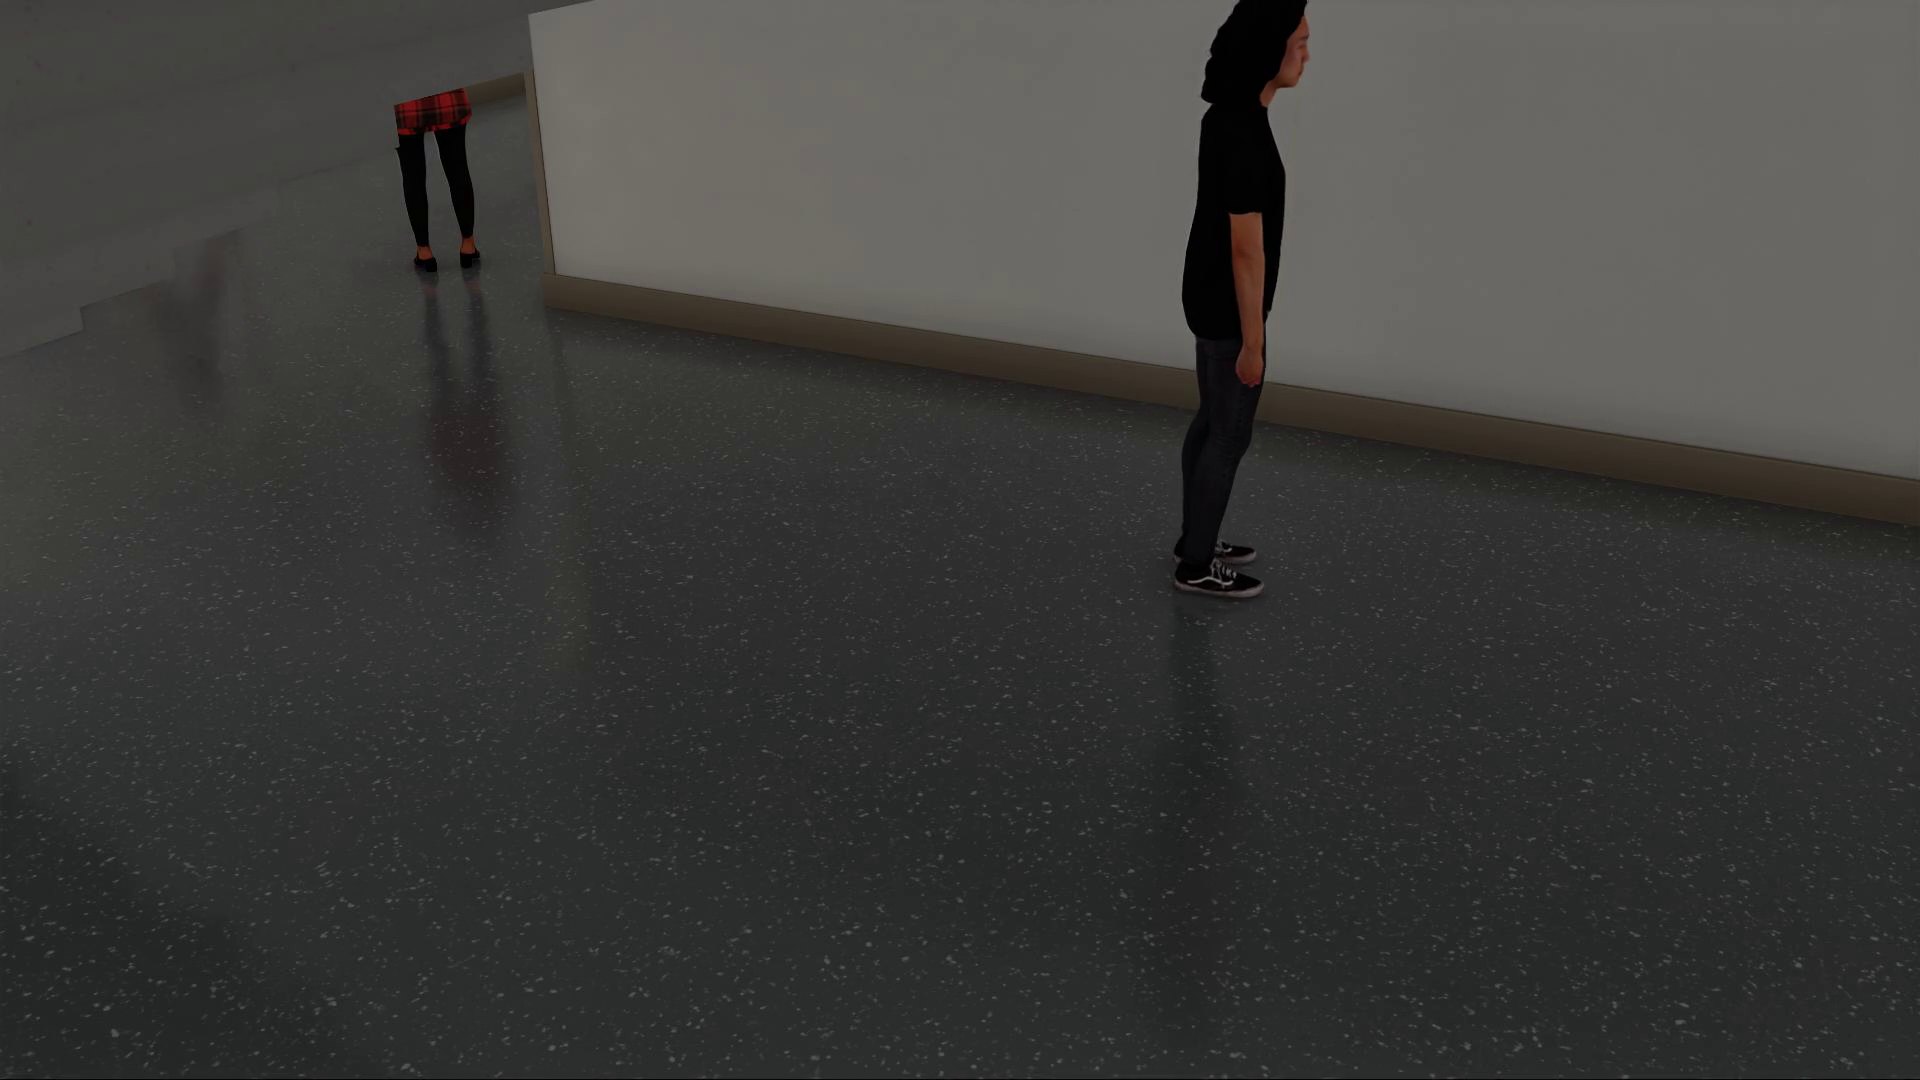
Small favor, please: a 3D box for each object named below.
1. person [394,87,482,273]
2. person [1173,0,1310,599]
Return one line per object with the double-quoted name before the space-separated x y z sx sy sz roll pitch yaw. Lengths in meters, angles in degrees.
"person" -2.622 -2.171 8.124 0.694 1.704 0.752 -9 27 -19
"person" 0.785 -0.702 4.925 0.696 1.825 0.709 -1 26 -2
